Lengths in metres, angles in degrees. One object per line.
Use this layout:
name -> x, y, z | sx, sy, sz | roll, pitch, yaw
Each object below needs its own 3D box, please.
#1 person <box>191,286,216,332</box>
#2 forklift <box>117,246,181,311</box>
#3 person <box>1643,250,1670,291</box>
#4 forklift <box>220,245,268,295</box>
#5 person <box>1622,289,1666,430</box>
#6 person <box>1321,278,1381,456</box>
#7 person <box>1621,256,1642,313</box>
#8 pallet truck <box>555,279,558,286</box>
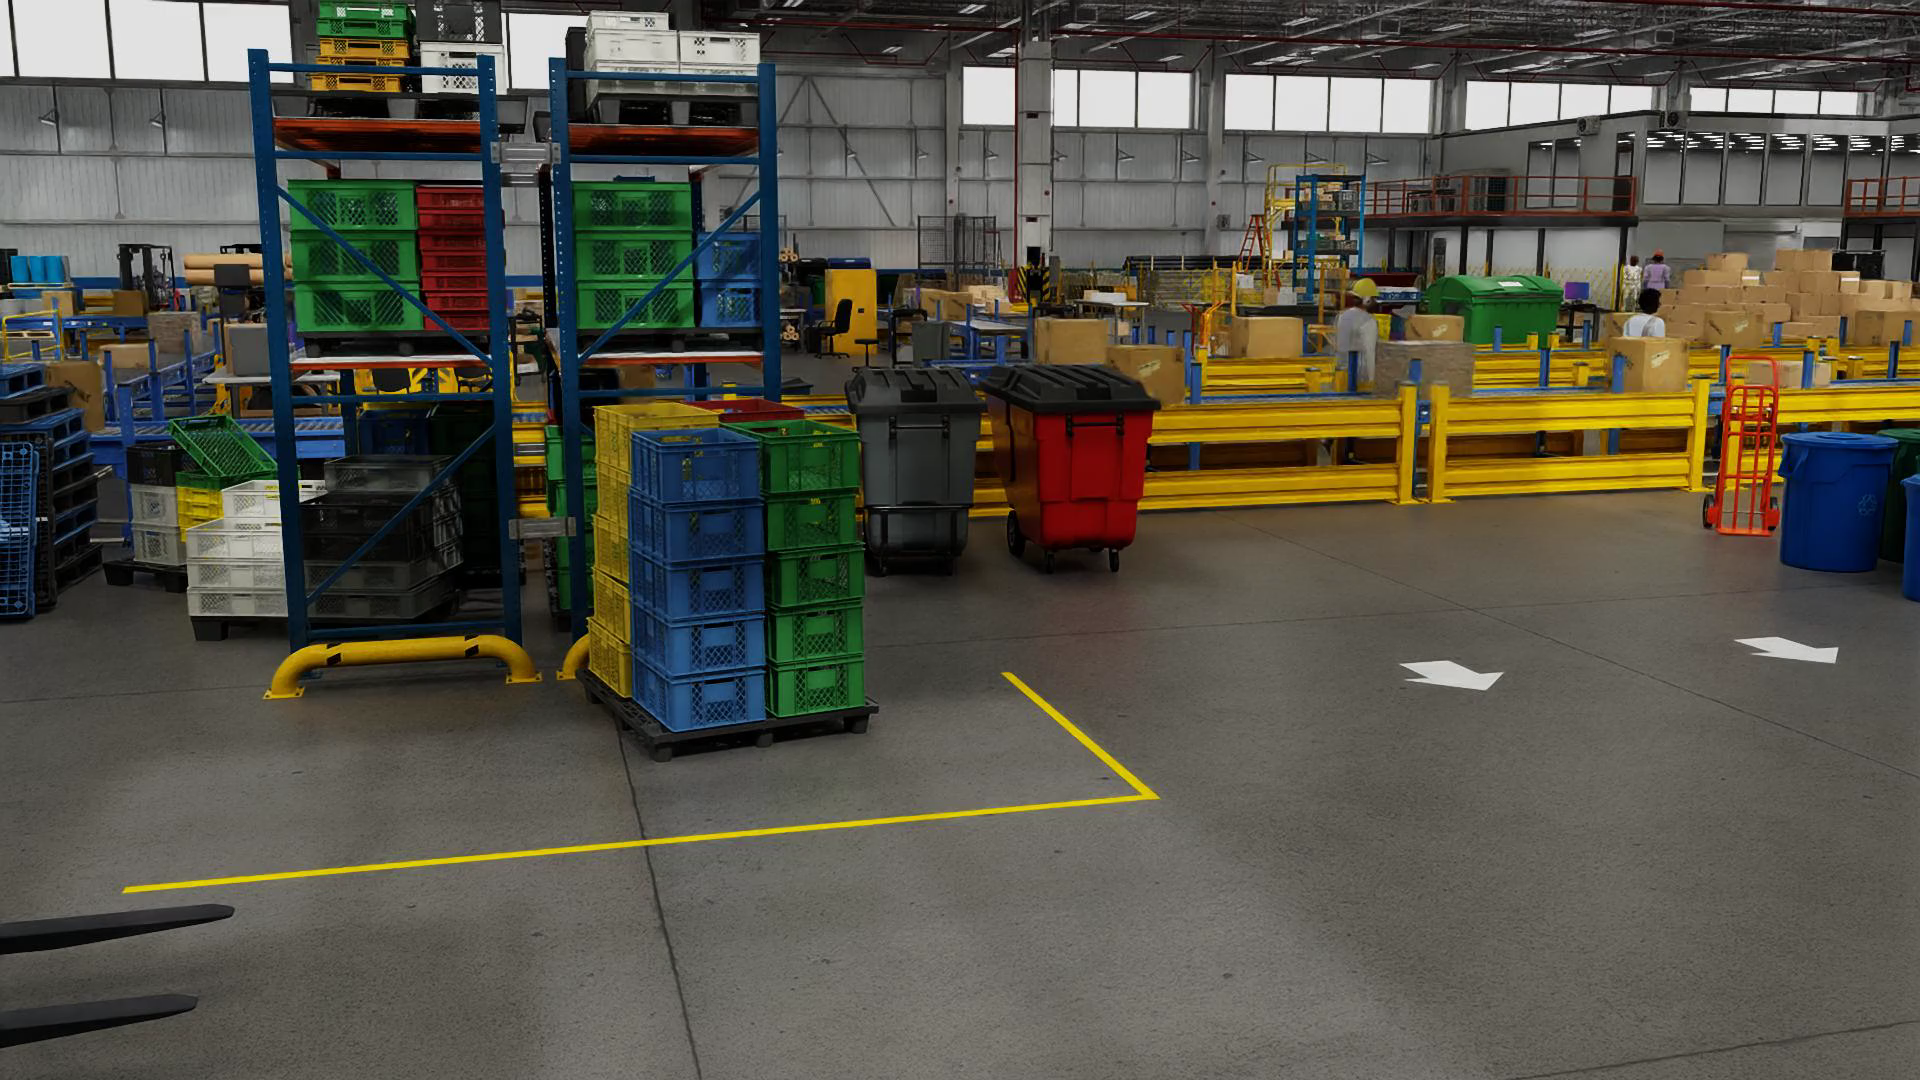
person -> -16.800, -5.276, 36.959 | 0.405, 1.792, 0.735 | 2, 10, 13
forklift -> -19.966, -6.232, 40.894 | 1.157, 1.987, 2.680 | -3, 10, -15
person -> 17.340, -6.198, 41.448 | 0.605, 2.034, 0.397 | 4, 11, 24
forklift -> -17.749, -6.334, 41.440 | 1.157, 1.987, 2.680 | -3, 10, -17
person -> 7.387, -1.840, 17.784 | 0.756, 1.667, 0.547 | -2, 10, -12
person -> 3.863, -1.624, 16.153 | 0.428, 1.821, 0.592 | -2, 10, -13
person -> 19.460, -7.309, 48.305 | 0.593, 1.859, 0.633 | -1, 10, -3
pallet truck -> -10.604, -6.375, 44.520 | 0.653, 1.274, 1.630 | -3, 10, -15
